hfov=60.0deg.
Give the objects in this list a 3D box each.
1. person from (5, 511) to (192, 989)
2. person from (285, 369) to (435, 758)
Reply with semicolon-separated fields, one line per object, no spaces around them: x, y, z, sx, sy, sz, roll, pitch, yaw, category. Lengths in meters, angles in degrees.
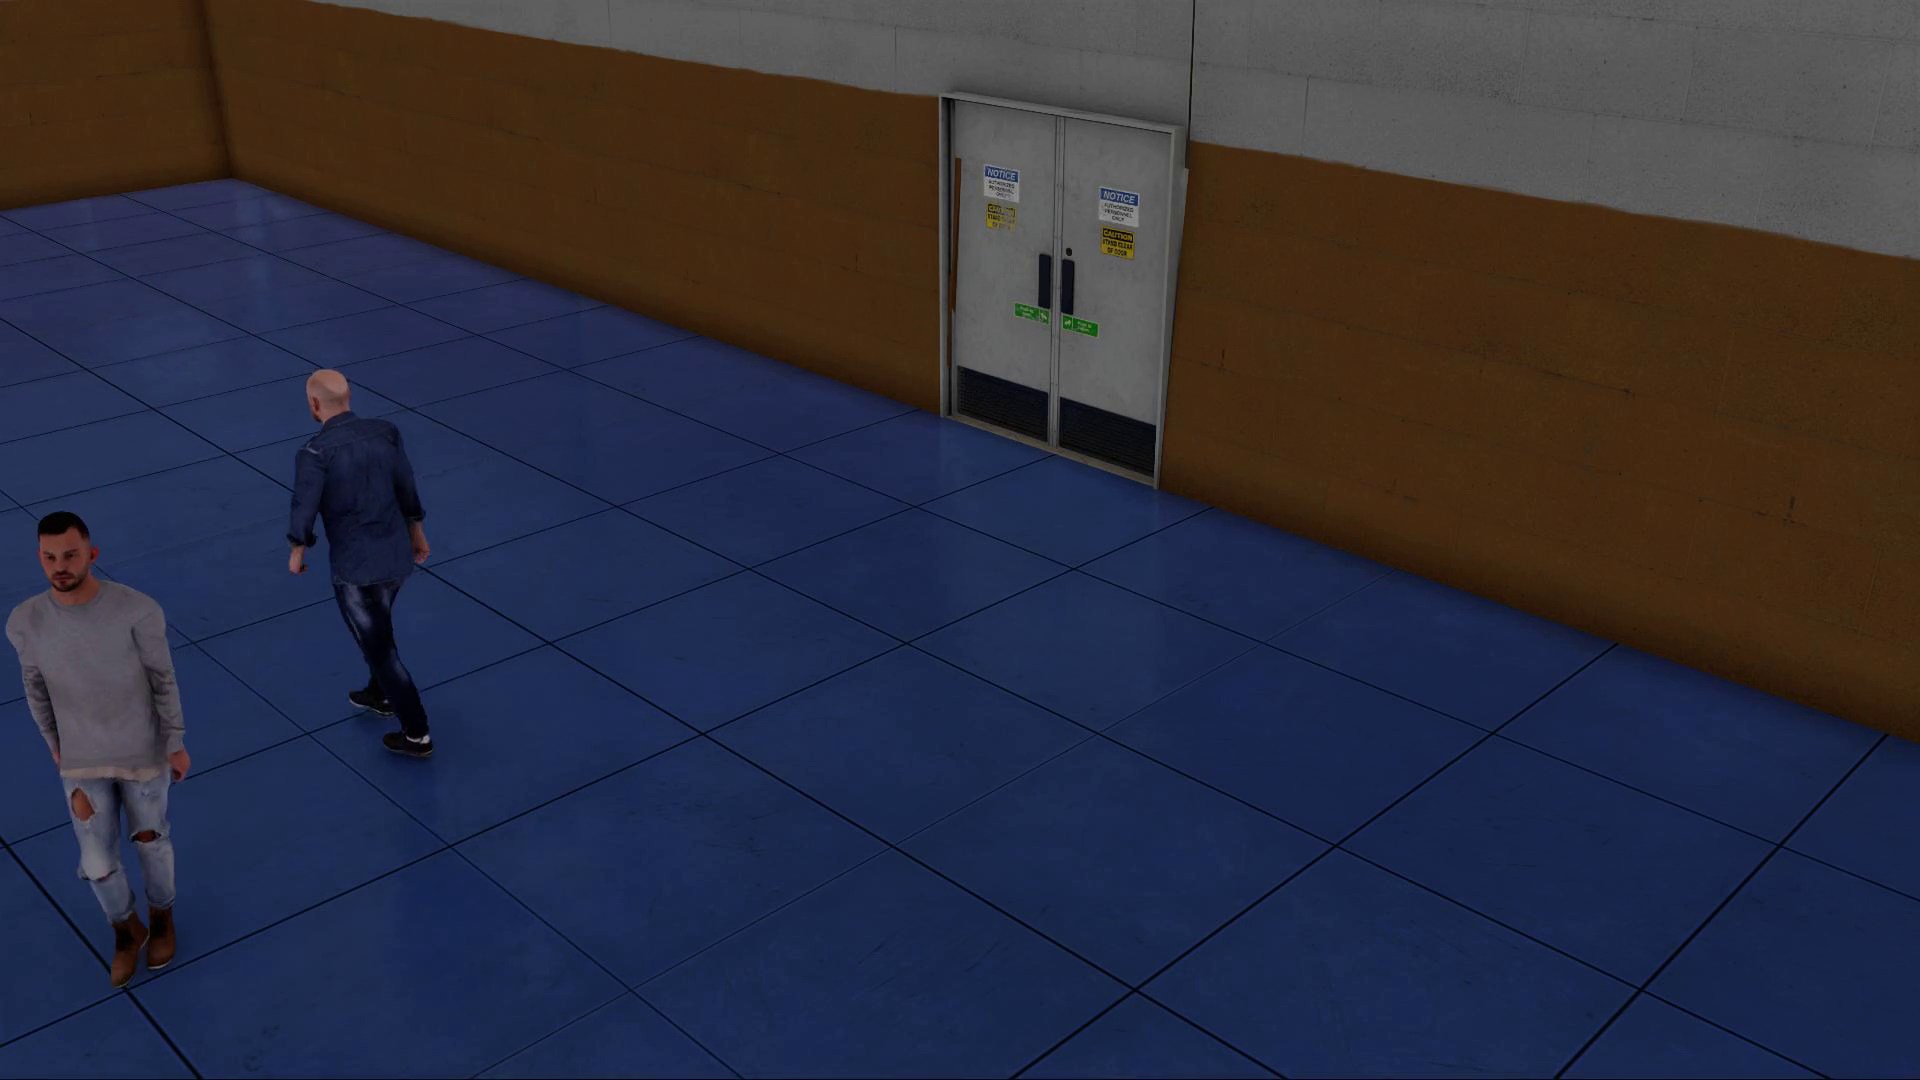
-3.082;0.724;6.093;0.729;1.828;0.847;-7;25;-15;person
-2.583;0.151;7.449;0.952;1.790;0.974;11;26;23;person
